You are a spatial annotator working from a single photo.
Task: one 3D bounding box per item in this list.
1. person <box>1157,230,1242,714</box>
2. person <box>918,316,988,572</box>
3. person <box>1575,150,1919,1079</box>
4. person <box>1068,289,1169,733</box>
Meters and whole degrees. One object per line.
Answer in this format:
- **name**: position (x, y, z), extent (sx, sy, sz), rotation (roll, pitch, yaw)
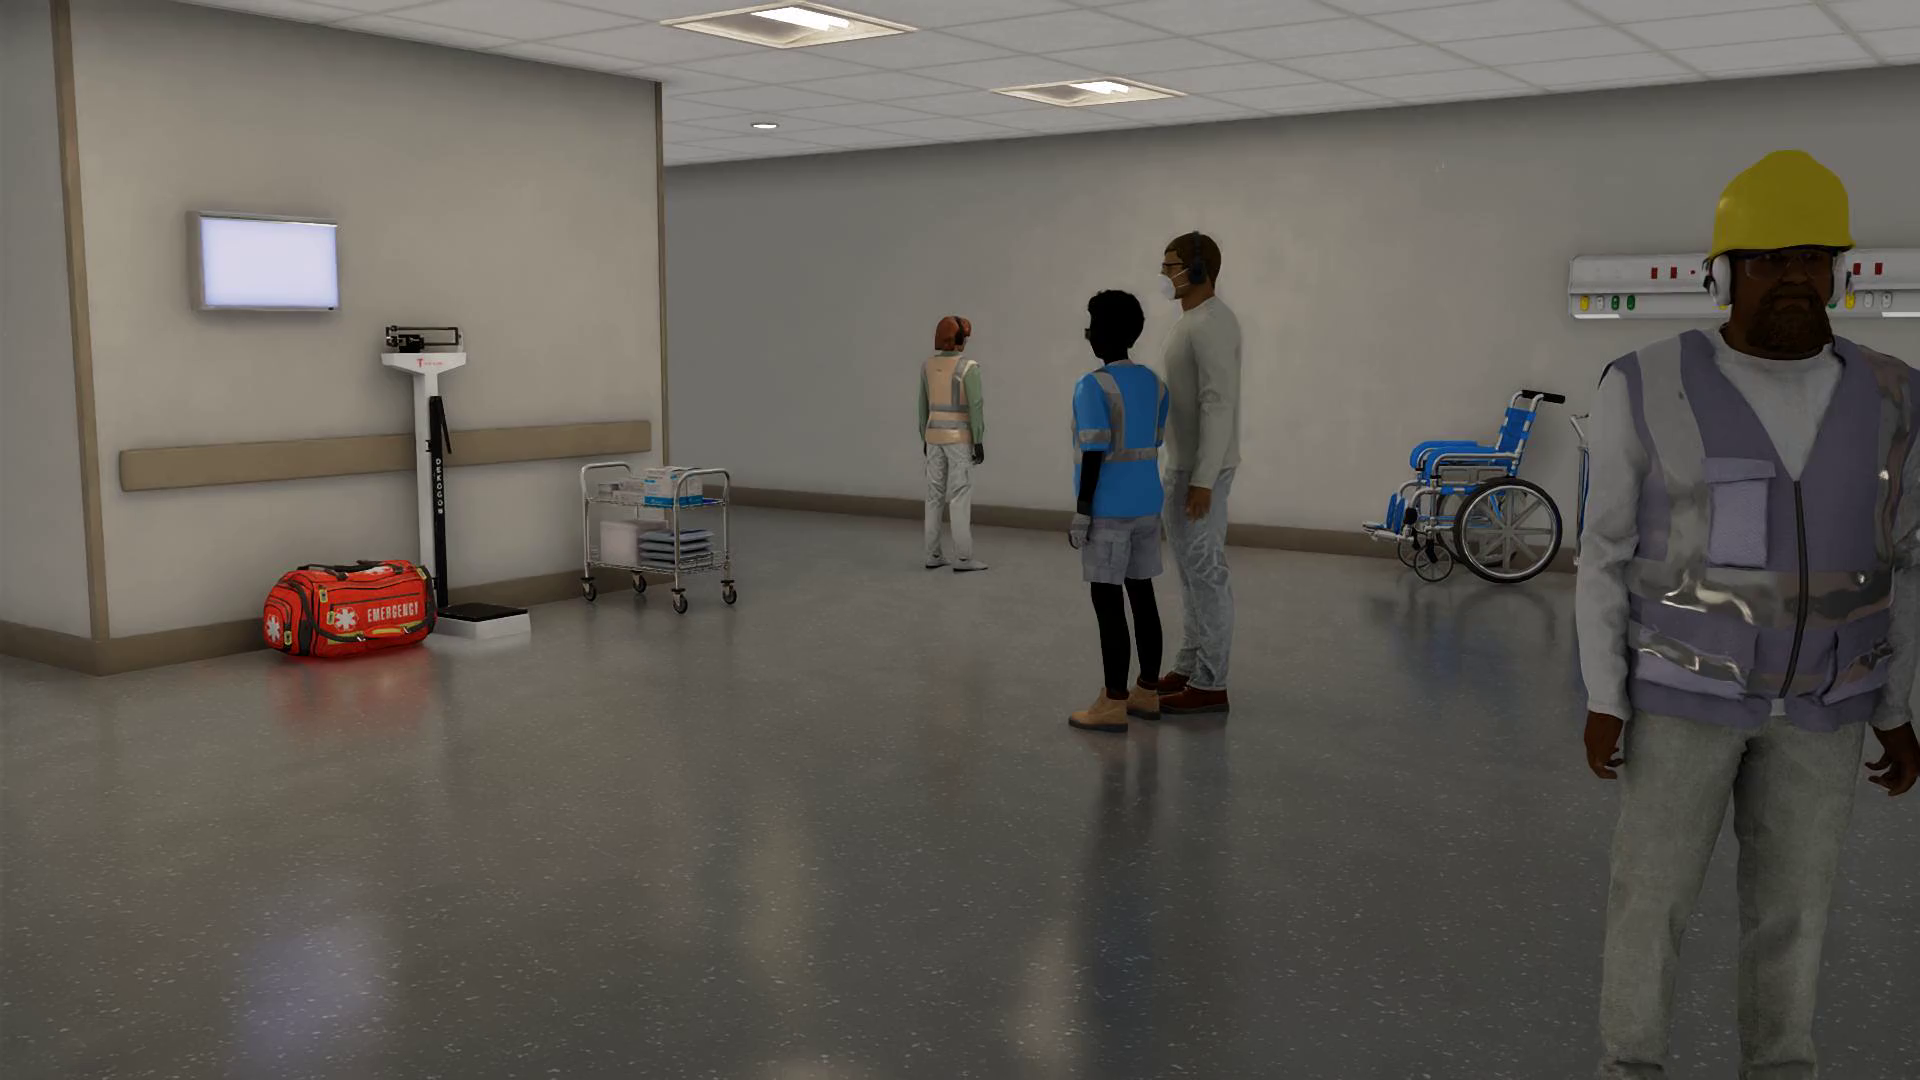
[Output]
- **person**: position (0.945, -0.271, 6.737), extent (0.368, 1.939, 0.632), rotation (0, 7, -3)
- **person**: position (-0.053, -0.615, 10.698), extent (0.524, 1.639, 0.306), rotation (6, 10, 42)
- **person**: position (1.386, 0.256, 2.912), extent (0.589, 1.834, 0.403), rotation (1, 7, 5)
- **person**: position (0.604, -0.112, 6.423), extent (0.318, 1.695, 0.539), rotation (6, 9, 39)
